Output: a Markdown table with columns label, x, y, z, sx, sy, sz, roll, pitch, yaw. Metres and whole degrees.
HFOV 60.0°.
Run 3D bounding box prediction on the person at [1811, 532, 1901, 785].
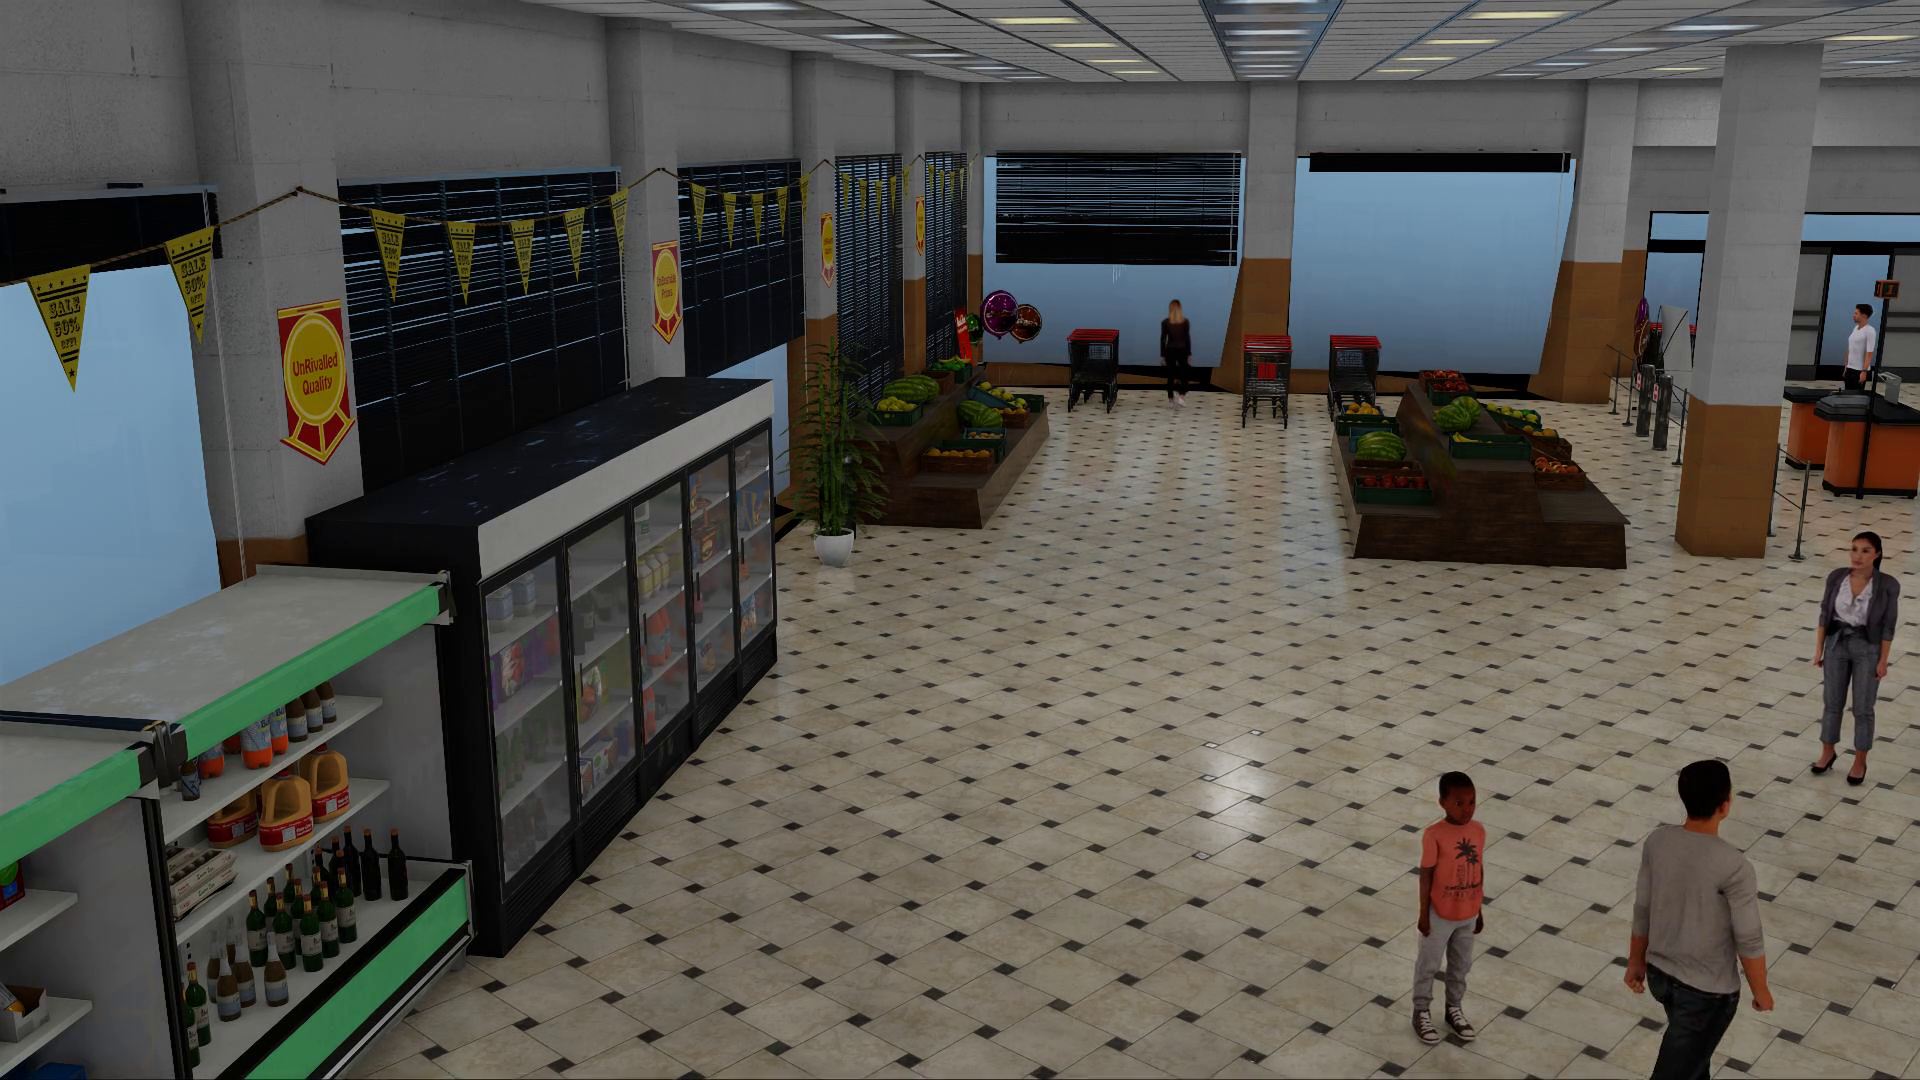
| label | x | y | z | sx | sy | sz | roll | pitch | yaw |
| --- | --- | --- | --- | --- | --- | --- | --- | --- | --- |
| person | 5.857 | 0.753 | 10.889 | 0.756 | 1.676 | 0.717 | -12 | 18 | -41 |

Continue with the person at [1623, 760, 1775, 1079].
| label | x | y | z | sx | sy | sz | roll | pitch | yaw |
| --- | --- | --- | --- | --- | --- | --- | --- | --- | --- |
| person | 2.803 | 1.764 | 6.511 | 1.123 | 1.774 | 1.173 | -6 | 15 | -24 |

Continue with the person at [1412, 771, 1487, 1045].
| label | x | y | z | sx | sy | sz | roll | pitch | yaw |
| --- | --- | --- | --- | --- | --- | --- | --- | --- | --- |
| person | 2.286 | 1.698 | 7.771 | 0.538 | 1.309 | 0.566 | -3 | 14 | -12 |

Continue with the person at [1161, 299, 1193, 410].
| label | x | y | z | sx | sy | sz | roll | pitch | yaw |
| --- | --- | --- | --- | --- | --- | --- | --- | --- | --- |
| person | 3.344 | -2.865 | 25.777 | 0.694 | 1.690 | 0.670 | 4 | 14 | 16 |

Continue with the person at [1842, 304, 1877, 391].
| label | x | y | z | sx | sy | sz | roll | pitch | yaw |
| --- | --- | --- | --- | --- | --- | --- | --- | --- | --- |
| person | 12.790 | -2.440 | 23.687 | 0.772 | 1.849 | 0.549 | 0 | 14 | -1 |
